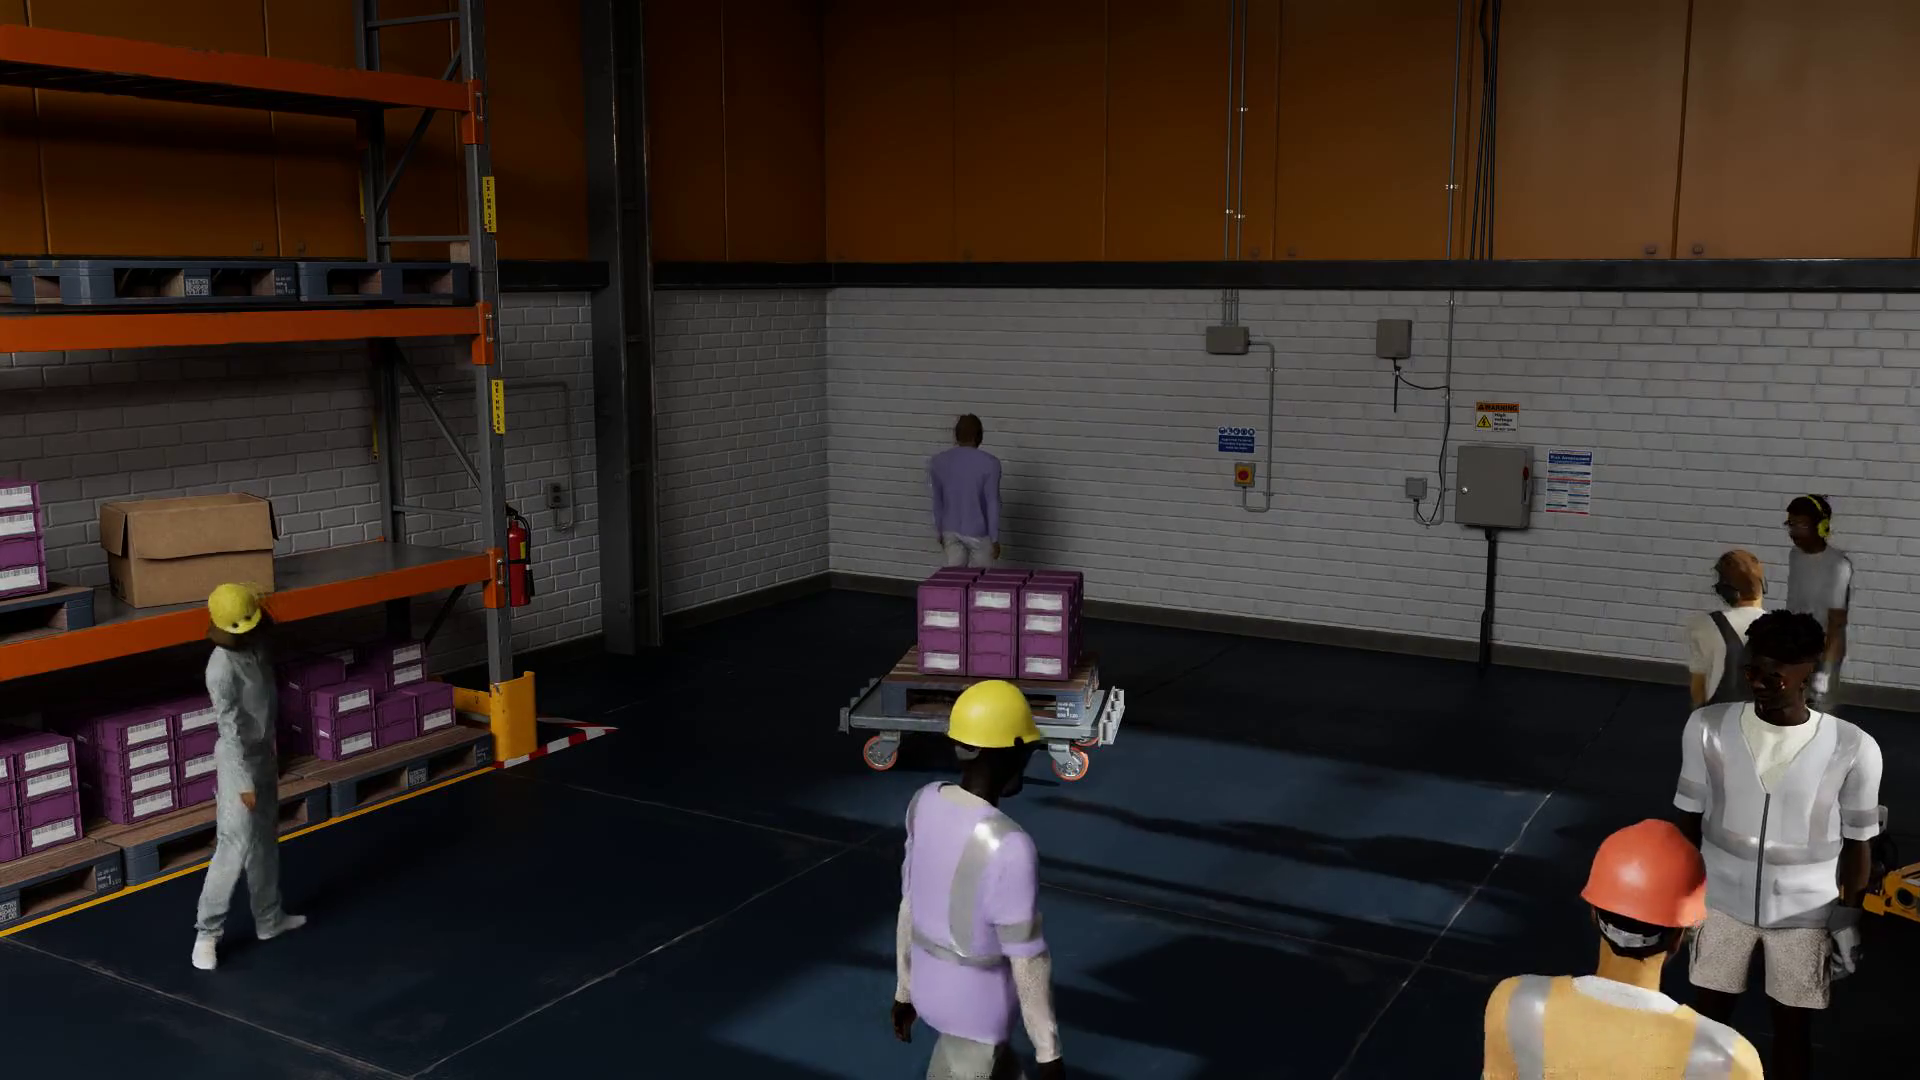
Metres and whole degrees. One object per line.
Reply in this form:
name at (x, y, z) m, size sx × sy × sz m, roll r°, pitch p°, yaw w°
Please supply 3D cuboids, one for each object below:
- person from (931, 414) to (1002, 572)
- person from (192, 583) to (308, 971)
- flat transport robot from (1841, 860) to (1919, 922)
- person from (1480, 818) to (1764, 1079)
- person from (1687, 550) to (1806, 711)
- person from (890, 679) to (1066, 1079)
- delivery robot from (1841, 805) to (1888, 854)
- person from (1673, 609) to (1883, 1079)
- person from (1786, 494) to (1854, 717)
person at (0.111, -0.062, 13.385) m, size 0.662 × 1.913 × 0.772 m, roll 5°, pitch 10°, yaw 27°
person at (-3.188, 1.014, 7.356) m, size 0.392 × 1.700 × 0.648 m, roll -1°, pitch 9°, yaw -7°
flat transport robot at (4.848, 1.705, 7.488) m, size 0.652 × 0.197 × 1.431 m, roll -5°, pitch 10°, yaw -29°
person at (1.325, 1.527, 3.452) m, size 0.564 × 1.923 × 0.643 m, roll 5°, pitch 10°, yaw 28°
person at (3.565, 0.942, 7.582) m, size 0.529 × 1.784 × 0.957 m, roll 5°, pitch 10°, yaw 27°
person at (0.066, 1.329, 4.851) m, size 1.015 × 1.870 × 0.606 m, roll -4°, pitch 10°, yaw -26°
delivery robot at (4.244, 1.375, 8.370) m, size 0.477 × 0.478 × 0.707 m, roll -6°, pitch 11°, yaw -34°
person at (2.650, 1.184, 5.469) m, size 0.608 × 1.963 × 0.372 m, roll 6°, pitch 11°, yaw 33°
person at (4.642, 0.665, 9.076) m, size 0.490 × 1.845 × 0.547 m, roll -2°, pitch 9°, yaw -13°
